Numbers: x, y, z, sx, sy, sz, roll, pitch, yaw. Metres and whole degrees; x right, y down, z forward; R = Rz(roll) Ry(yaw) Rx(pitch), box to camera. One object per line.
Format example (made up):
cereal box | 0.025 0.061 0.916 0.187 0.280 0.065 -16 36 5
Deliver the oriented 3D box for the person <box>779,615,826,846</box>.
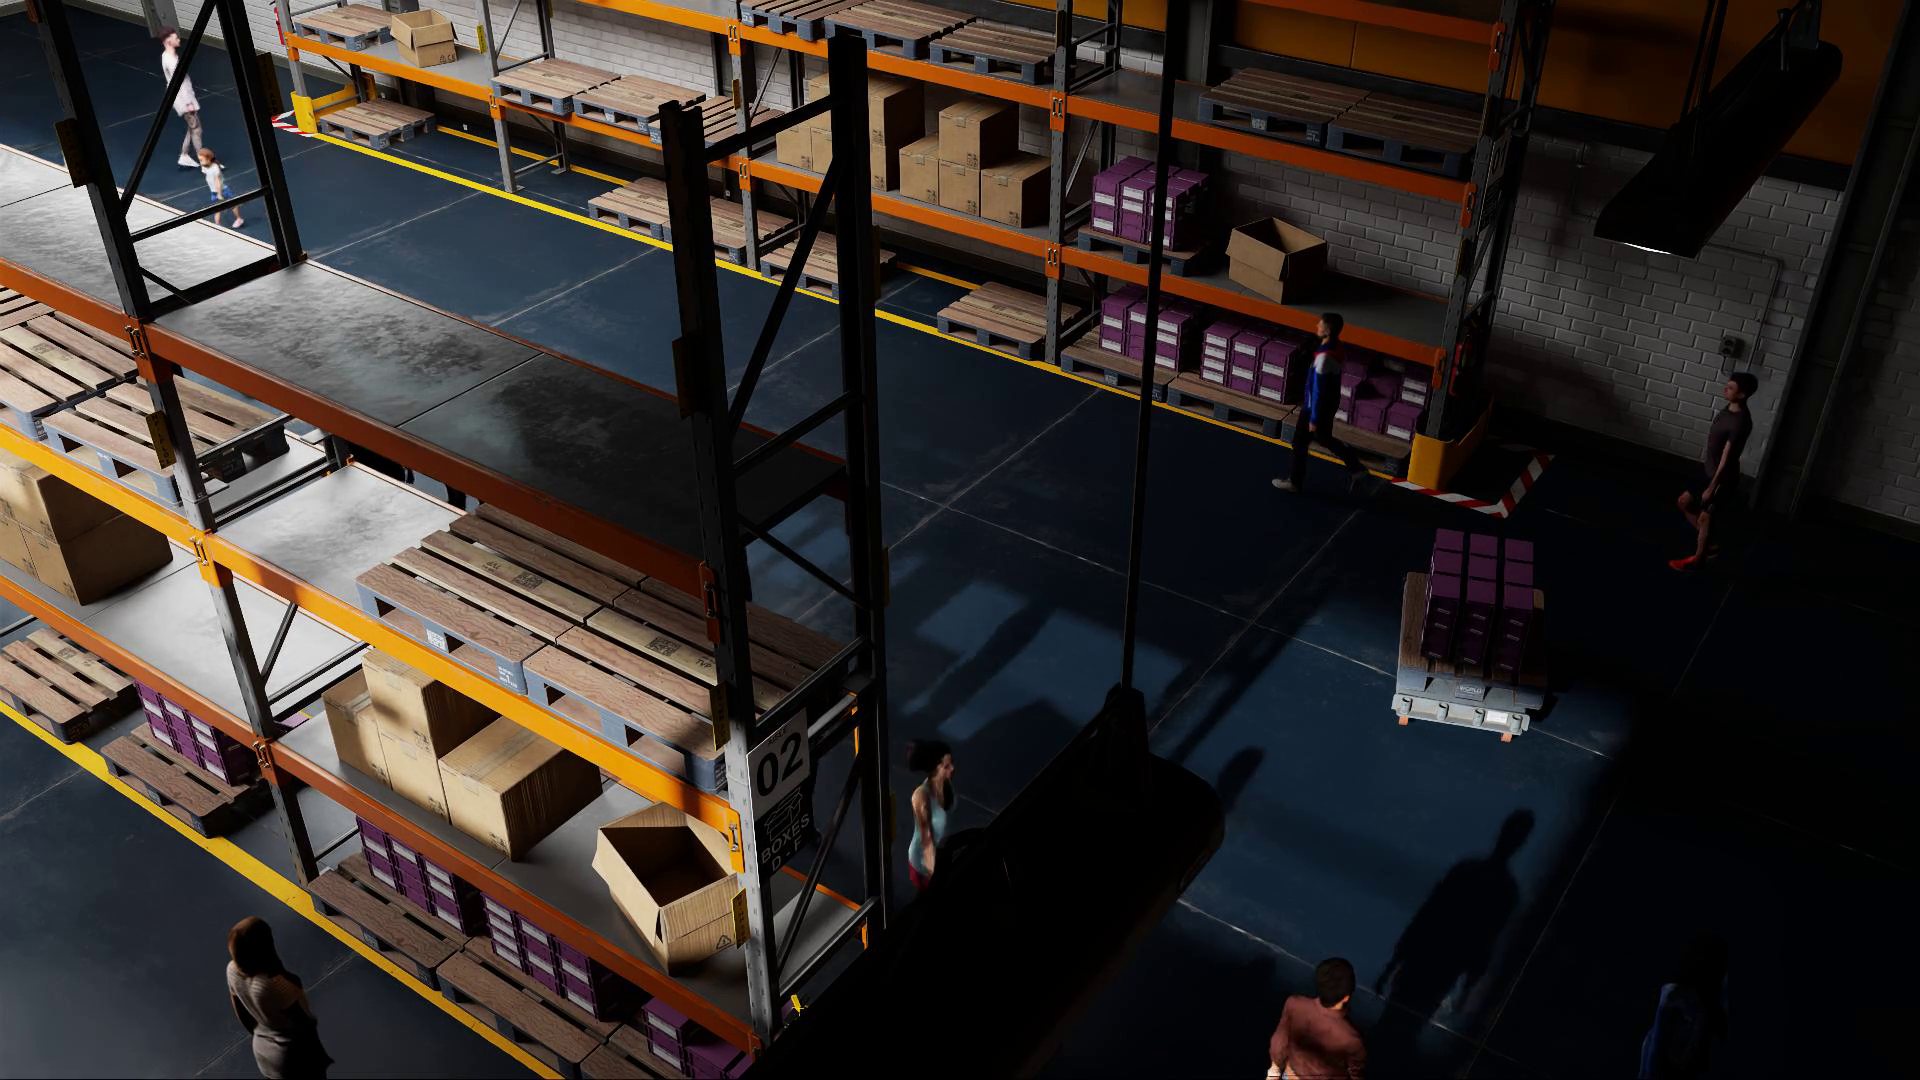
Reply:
person | -1.130 1.209 10.861 0.710 1.716 0.919 -27 42 -34

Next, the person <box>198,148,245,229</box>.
person | -8.649 -4.115 19.528 0.647 0.988 0.507 22 39 29

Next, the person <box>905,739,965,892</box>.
person | -0.206 1.865 9.839 0.659 1.755 0.609 18 38 25

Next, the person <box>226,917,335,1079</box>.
person | -3.491 2.643 8.604 0.542 1.826 0.711 13 36 19

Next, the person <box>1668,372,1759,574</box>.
person | 6.157 -0.504 13.323 0.801 1.844 0.781 8 34 12

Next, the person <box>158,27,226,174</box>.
person | -9.764 -5.519 20.872 0.912 1.838 0.863 -14 36 -20

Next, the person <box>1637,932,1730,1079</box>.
person | 3.701 2.682 8.648 0.677 1.712 0.667 -17 37 -23

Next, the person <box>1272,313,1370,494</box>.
person | 3.203 -1.128 14.360 1.059 1.735 0.701 17 37 24

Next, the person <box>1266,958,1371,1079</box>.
person | 1.722 2.832 8.386 0.853 1.752 0.918 -24 40 -31
